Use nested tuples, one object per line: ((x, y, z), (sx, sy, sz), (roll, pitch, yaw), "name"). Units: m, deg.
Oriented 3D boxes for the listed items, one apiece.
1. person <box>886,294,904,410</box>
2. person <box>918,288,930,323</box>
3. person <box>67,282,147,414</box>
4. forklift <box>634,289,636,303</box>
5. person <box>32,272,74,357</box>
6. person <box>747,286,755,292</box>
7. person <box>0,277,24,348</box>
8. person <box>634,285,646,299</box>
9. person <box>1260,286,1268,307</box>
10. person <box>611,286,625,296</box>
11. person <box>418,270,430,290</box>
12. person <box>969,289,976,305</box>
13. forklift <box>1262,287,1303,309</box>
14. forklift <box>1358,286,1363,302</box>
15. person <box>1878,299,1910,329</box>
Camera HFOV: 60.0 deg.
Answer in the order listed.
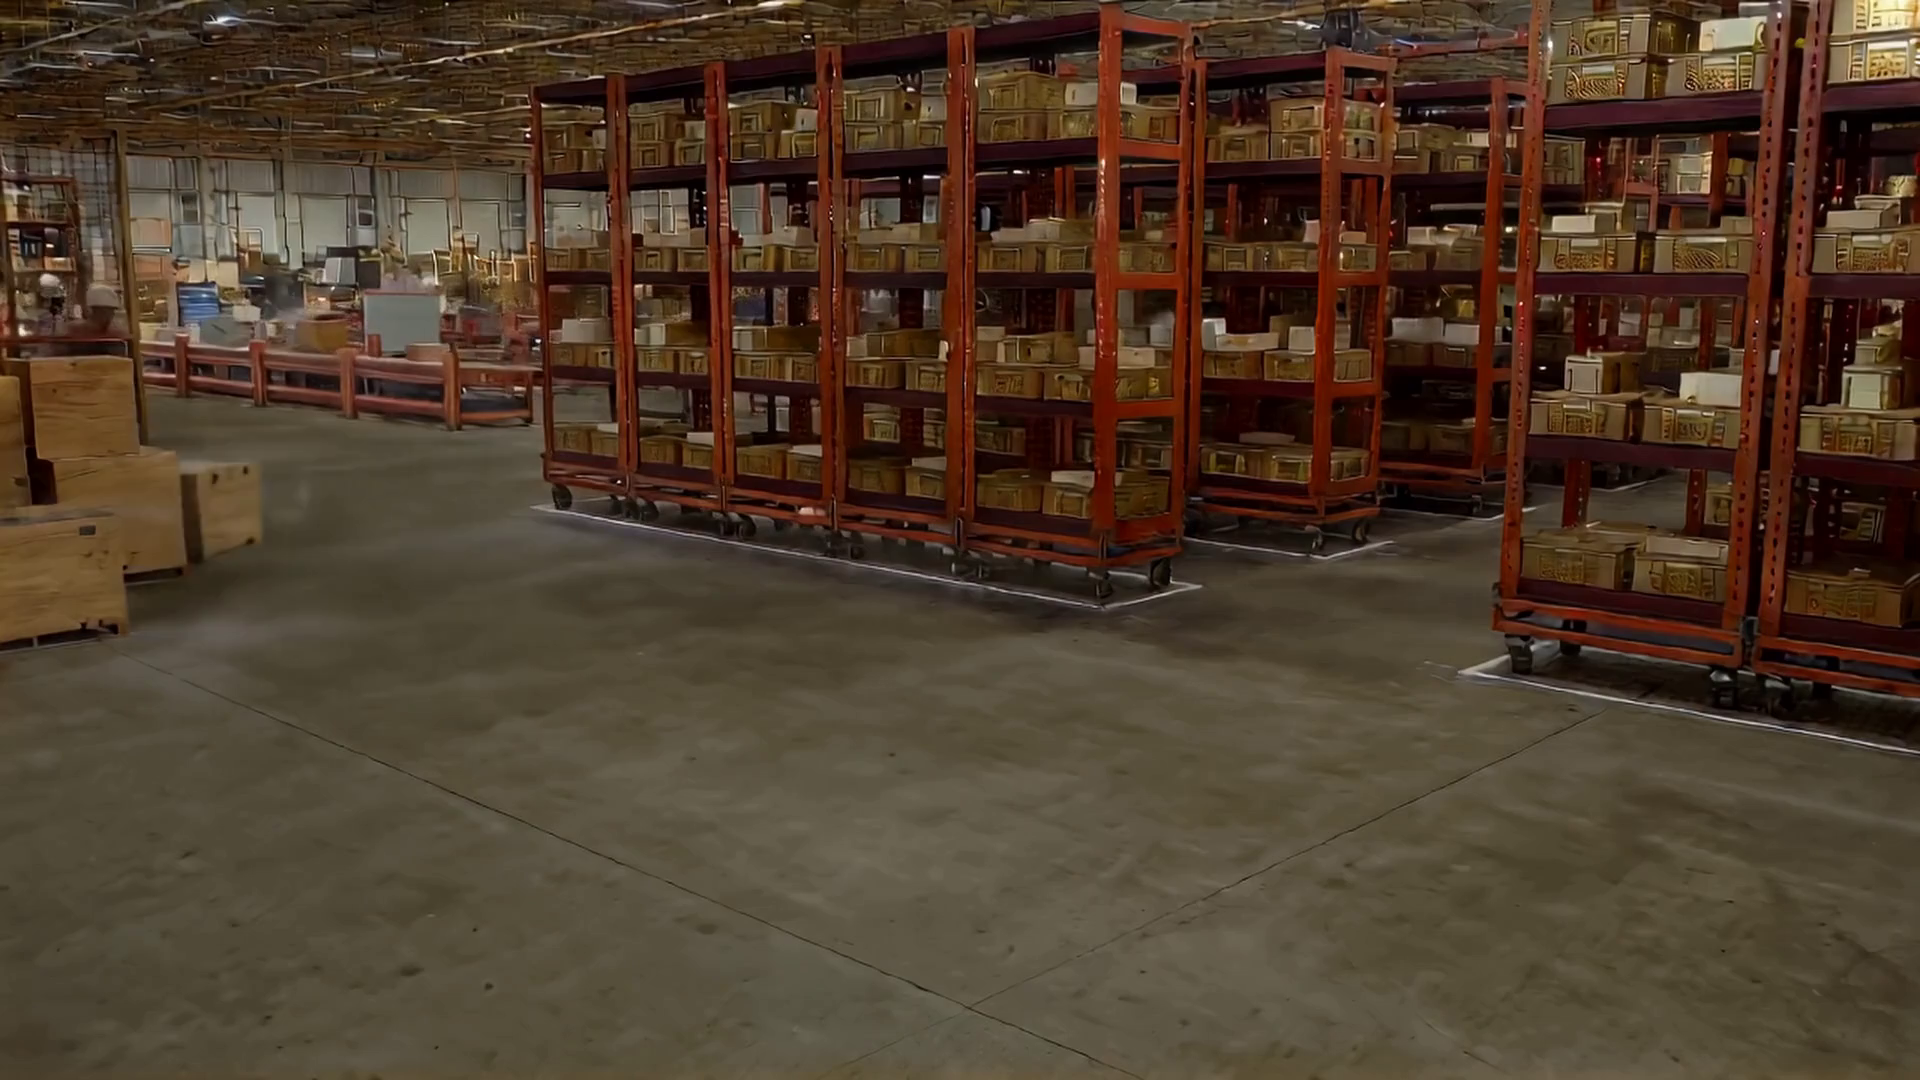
((-0.741, -1.791, 18.256), (0.566, 1.803, 0.964), (8, 12, 39), "person")
((-0.962, -5.636, 41.762), (0.403, 1.816, 0.604), (-4, 10, -22), "person")
((-7.338, -1.218, 14.210), (0.738, 1.967, 0.616), (6, 11, 31), "person")
((-15.742, -13.181, 84.757), (1.873, 2.768, 1.129), (9, 13, 43), "forklift")
((-13.771, -3.068, 25.373), (0.461, 2.022, 0.632), (5, 11, 30), "person")
((-9.306, -10.904, 73.776), (0.431, 1.905, 0.620), (-4, 10, -23), "person")
((-23.030, -5.481, 40.528), (0.737, 1.916, 0.544), (9, 13, 43), "person")
((-13.310, -10.232, 69.611), (1.017, 1.911, 0.629), (9, 13, 44), "person")
((10.462, -8.105, 57.440), (0.535, 1.635, 0.916), (7, 12, 38), "person")
((-10.763, -7.455, 52.710), (0.644, 1.890, 0.581), (-8, 12, -40), "person")
((-23.508, -10.816, 72.827), (0.627, 2.000, 0.691), (-2, 9, -12), "person")
((0.279, -6.903, 48.834), (0.396, 2.038, 0.615), (3, 10, 15), "person")
((10.769, -8.203, 54.240), (1.129, 2.768, 1.873), (8, 12, 42), "forklift")
((11.100, -7.017, 46.970), (1.873, 2.768, 1.129), (9, 13, 43), "forklift")
((9.857, -1.725, 17.714), (0.403, 1.836, 0.586), (2, 9, 10), "person")
